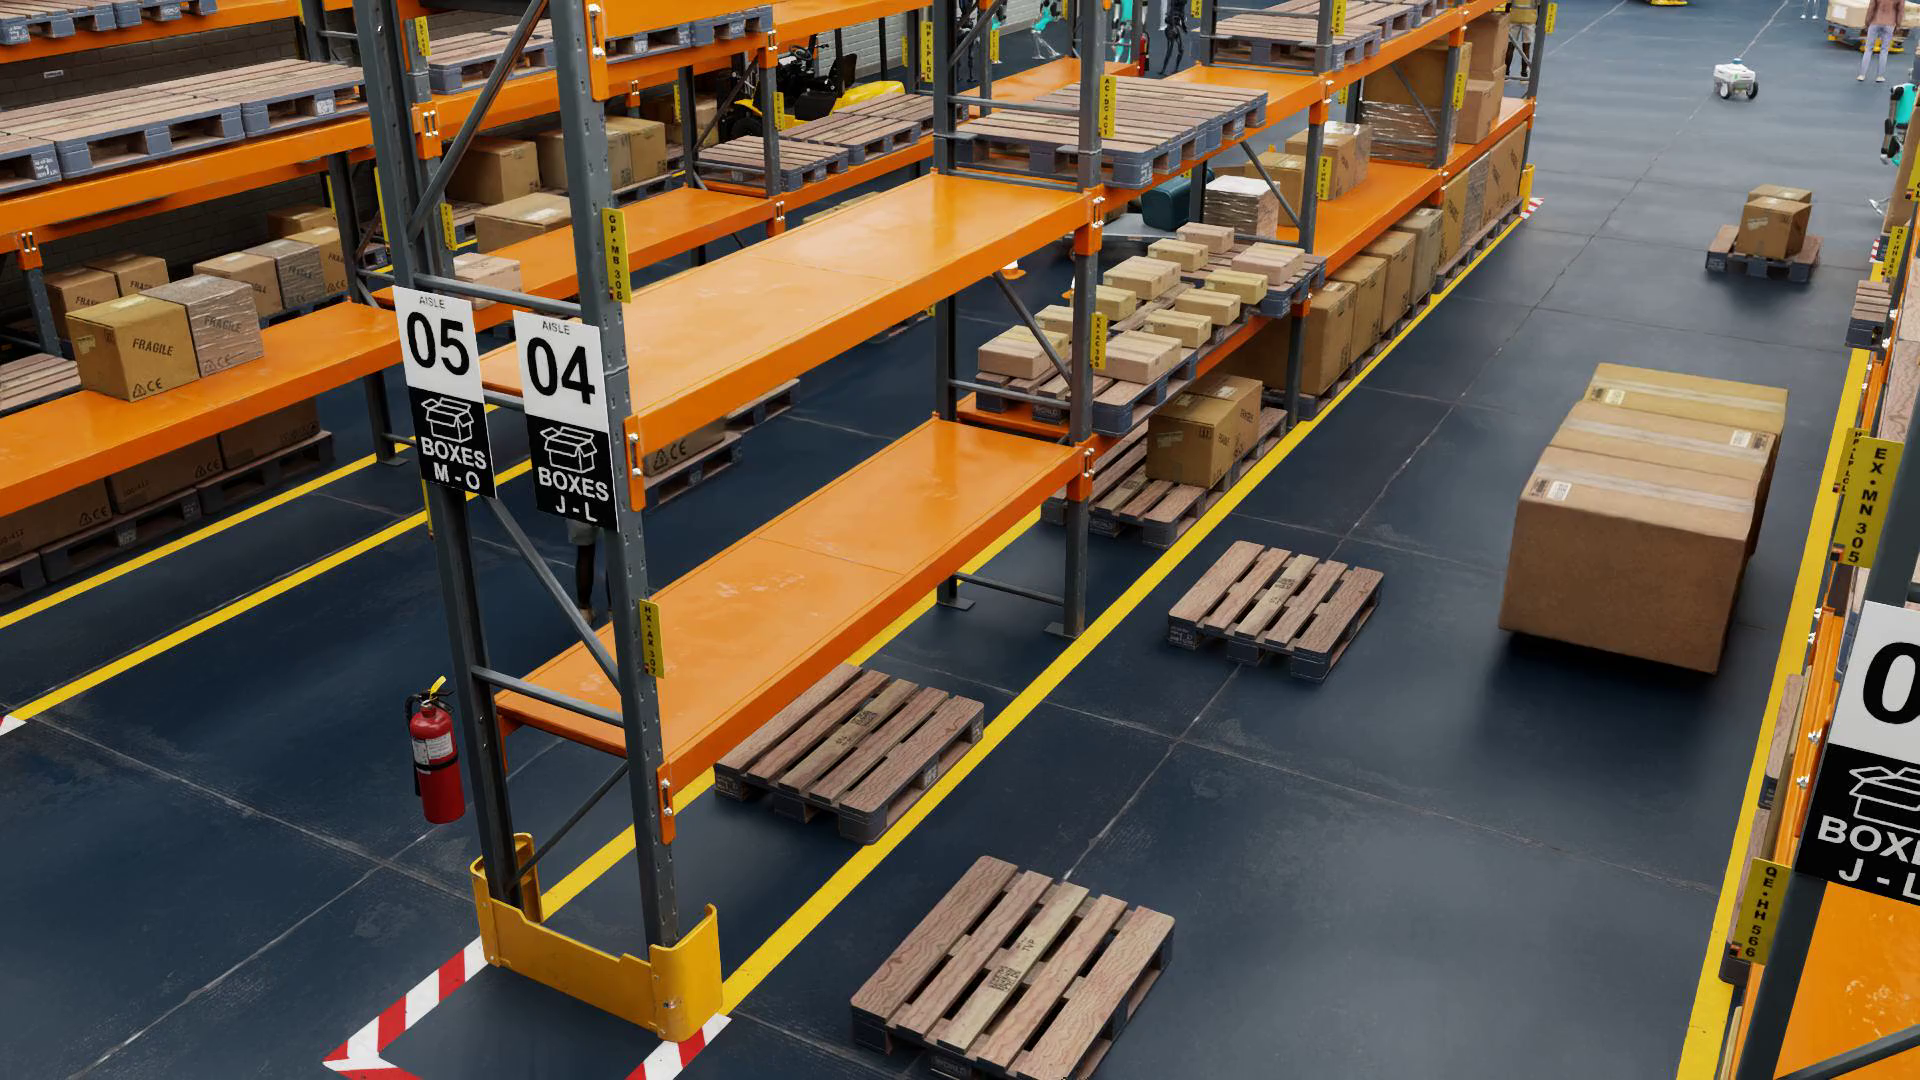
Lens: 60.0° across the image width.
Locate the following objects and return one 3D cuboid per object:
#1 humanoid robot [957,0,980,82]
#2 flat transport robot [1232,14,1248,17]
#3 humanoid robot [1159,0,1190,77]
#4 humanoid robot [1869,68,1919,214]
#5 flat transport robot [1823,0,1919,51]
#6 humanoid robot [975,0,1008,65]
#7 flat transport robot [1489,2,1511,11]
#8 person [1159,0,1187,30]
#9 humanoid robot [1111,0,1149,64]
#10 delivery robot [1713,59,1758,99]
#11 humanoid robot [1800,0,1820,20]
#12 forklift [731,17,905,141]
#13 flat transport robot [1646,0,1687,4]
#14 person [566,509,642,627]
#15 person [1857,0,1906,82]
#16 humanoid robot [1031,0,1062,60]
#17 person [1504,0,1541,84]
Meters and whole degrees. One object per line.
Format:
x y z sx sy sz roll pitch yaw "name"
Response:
0.080 -8.290 26.927 0.599 1.657 0.315 14 29 26 "humanoid robot"
5.855 -10.036 32.195 1.431 0.231 0.659 -12 28 -24 "flat transport robot"
3.525 -8.473 27.337 0.385 1.644 0.601 13 29 26 "humanoid robot"
10.775 -4.399 18.812 0.540 1.744 1.030 -4 26 -8 "humanoid robot"
16.437 -9.046 30.139 0.659 0.231 1.431 -1 26 -1 "flat transport robot"
0.458 -8.788 27.756 0.533 1.677 0.735 14 29 26 "humanoid robot"
10.977 -11.160 34.531 0.659 0.231 1.431 -2 26 -4 "flat transport robot"
4.121 -10.766 31.876 0.931 1.859 0.579 -21 33 -36 "person"
2.564 -7.638 25.531 0.555 1.728 1.050 5 26 11 "humanoid robot"
12.090 -7.194 25.958 0.505 0.592 0.763 -2 26 -4 "delivery robot"
16.638 -10.974 32.303 0.533 1.673 0.735 14 29 26 "humanoid robot"
-1.819 -5.975 21.543 2.313 2.155 1.214 14 29 26 "forklift"
14.846 -11.571 35.384 0.659 0.231 1.431 -2 26 -4 "flat transport robot"
-2.227 -0.222 10.190 0.559 1.679 0.368 4 26 7 "person"
14.920 -8.321 26.905 0.533 1.767 0.316 14 29 26 "person"
1.414 -9.053 28.461 0.891 1.755 0.540 -14 29 -27 "humanoid robot"
9.060 -8.364 26.768 0.613 1.962 0.361 14 29 26 "person"
